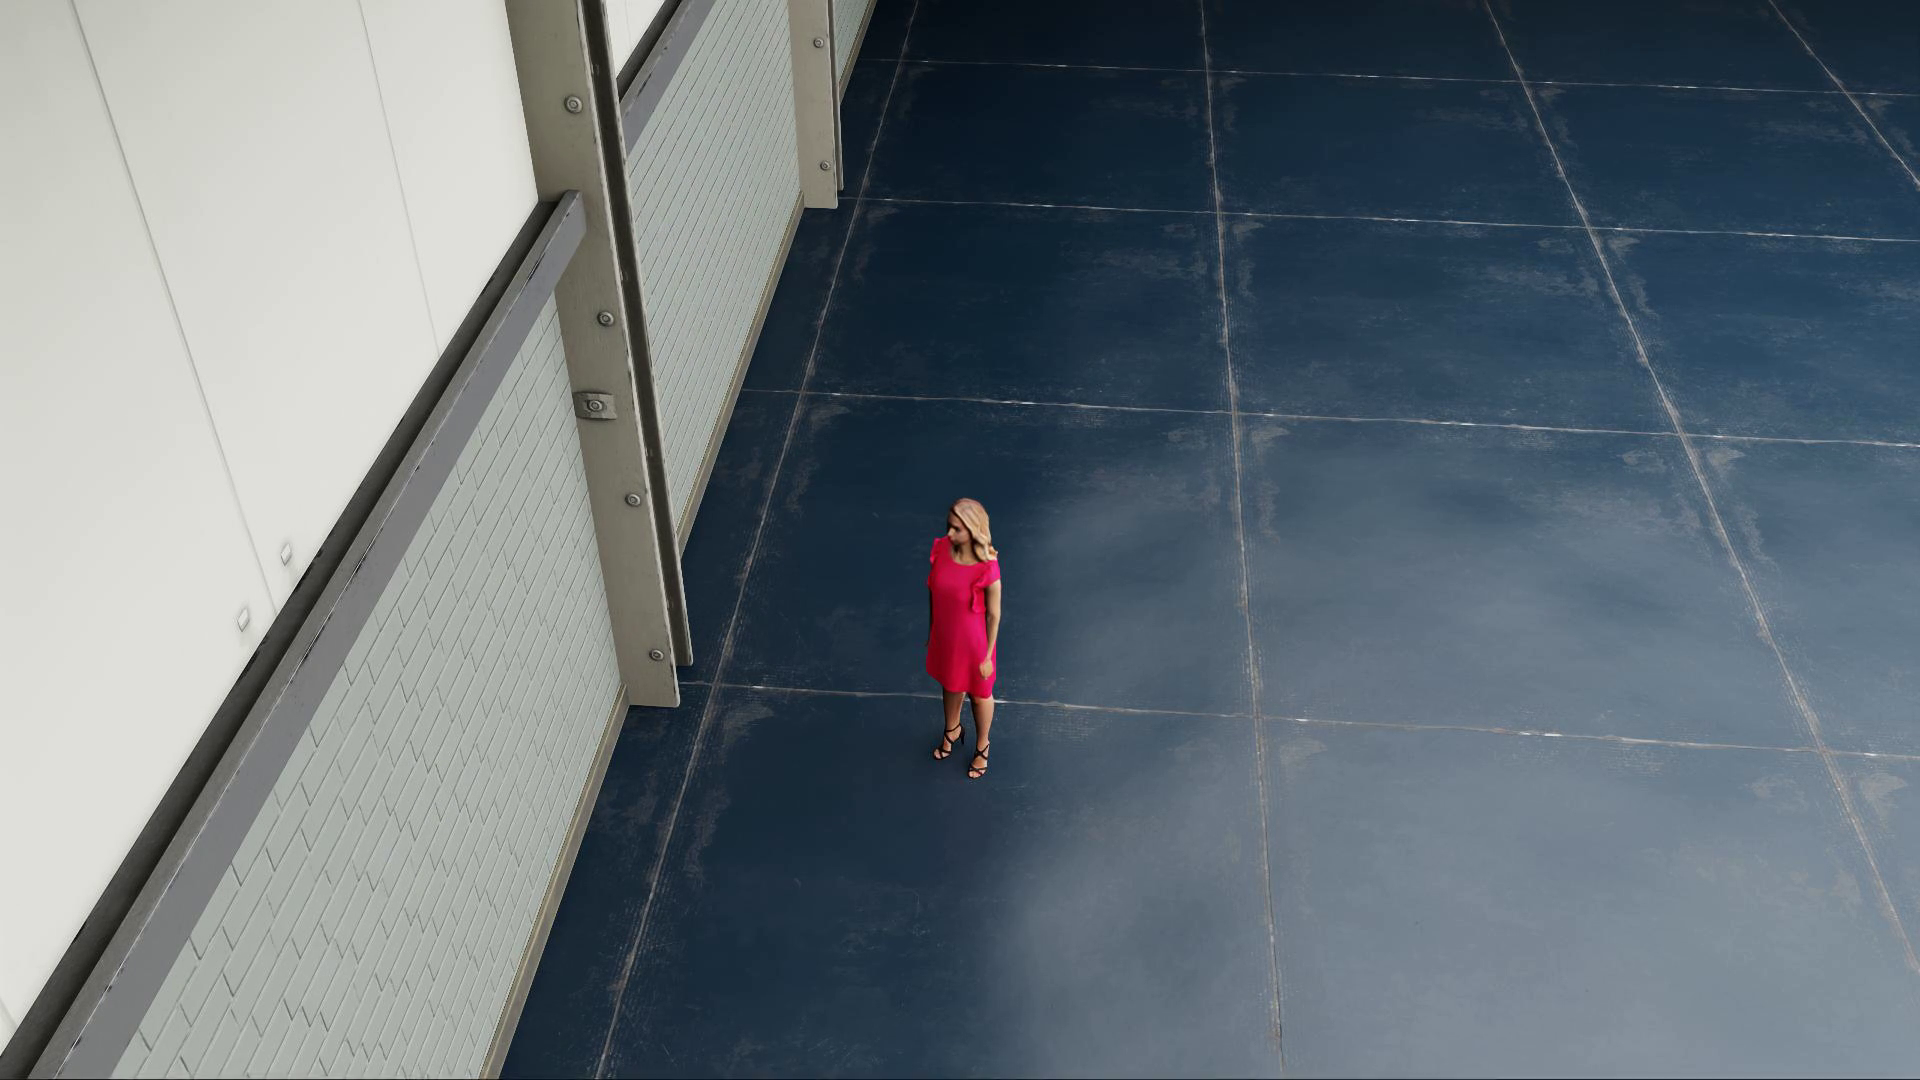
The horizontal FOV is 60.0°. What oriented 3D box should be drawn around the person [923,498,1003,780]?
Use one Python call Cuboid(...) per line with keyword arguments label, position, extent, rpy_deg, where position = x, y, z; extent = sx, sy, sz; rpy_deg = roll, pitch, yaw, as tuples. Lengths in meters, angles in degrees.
Cuboid(label="person", position=(0.027, 0.483, 8.295), extent=(0.663, 1.728, 0.697), rpy_deg=(26, 45, 30))
